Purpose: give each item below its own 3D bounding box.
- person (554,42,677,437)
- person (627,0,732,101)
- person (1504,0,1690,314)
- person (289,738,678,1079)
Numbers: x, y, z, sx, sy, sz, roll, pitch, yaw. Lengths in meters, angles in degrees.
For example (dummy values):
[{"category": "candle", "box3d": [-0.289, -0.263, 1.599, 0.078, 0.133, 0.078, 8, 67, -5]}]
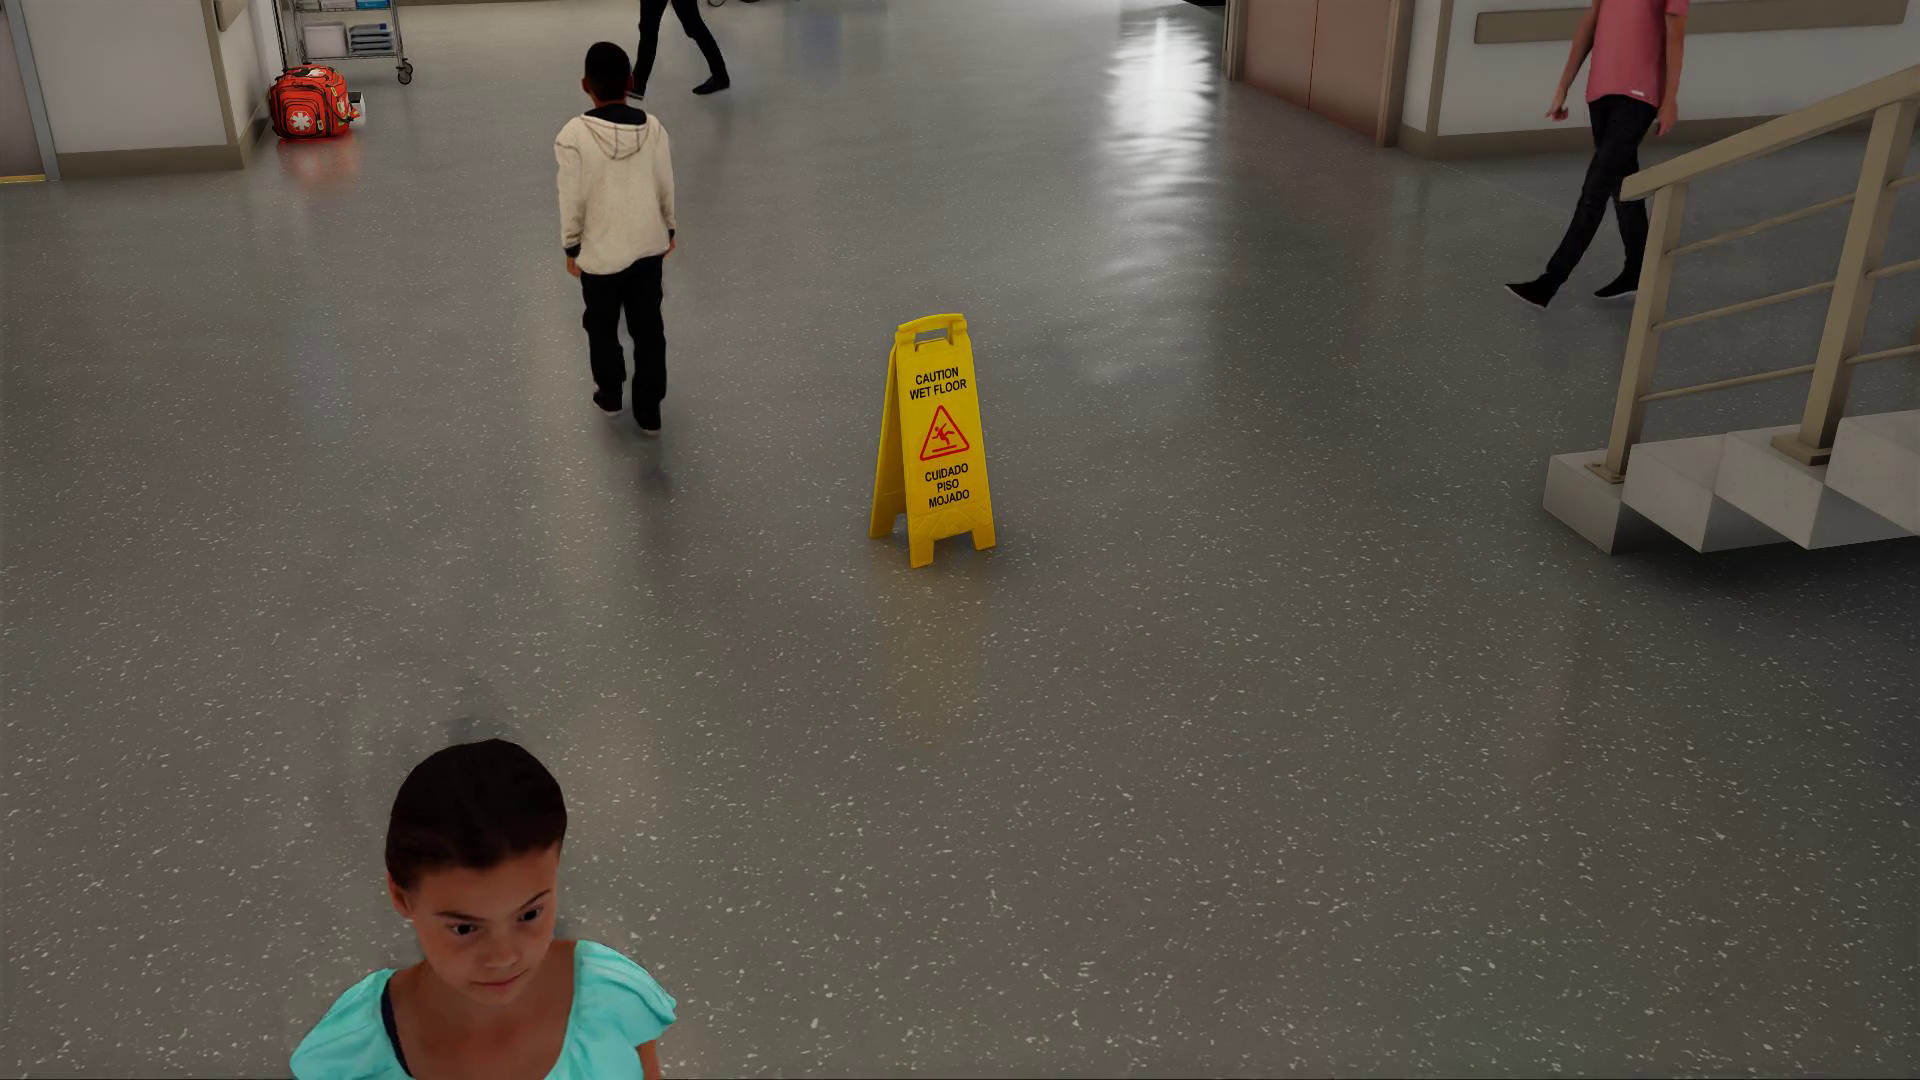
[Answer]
[{"category": "person", "box3d": [-1.239, -1.068, 6.146, 0.655, 1.440, 0.705, -10, 28, -20]}, {"category": "person", "box3d": [-2.002, -4.035, 11.919, 0.991, 1.770, 1.208, -13, 29, -25]}, {"category": "person", "box3d": [3.058, -1.963, 7.456, 0.821, 1.914, 1.129, -10, 28, -21]}, {"category": "person", "box3d": [-0.538, 0.869, 2.003, 0.566, 1.550, 0.621, -7, 27, -14]}]
